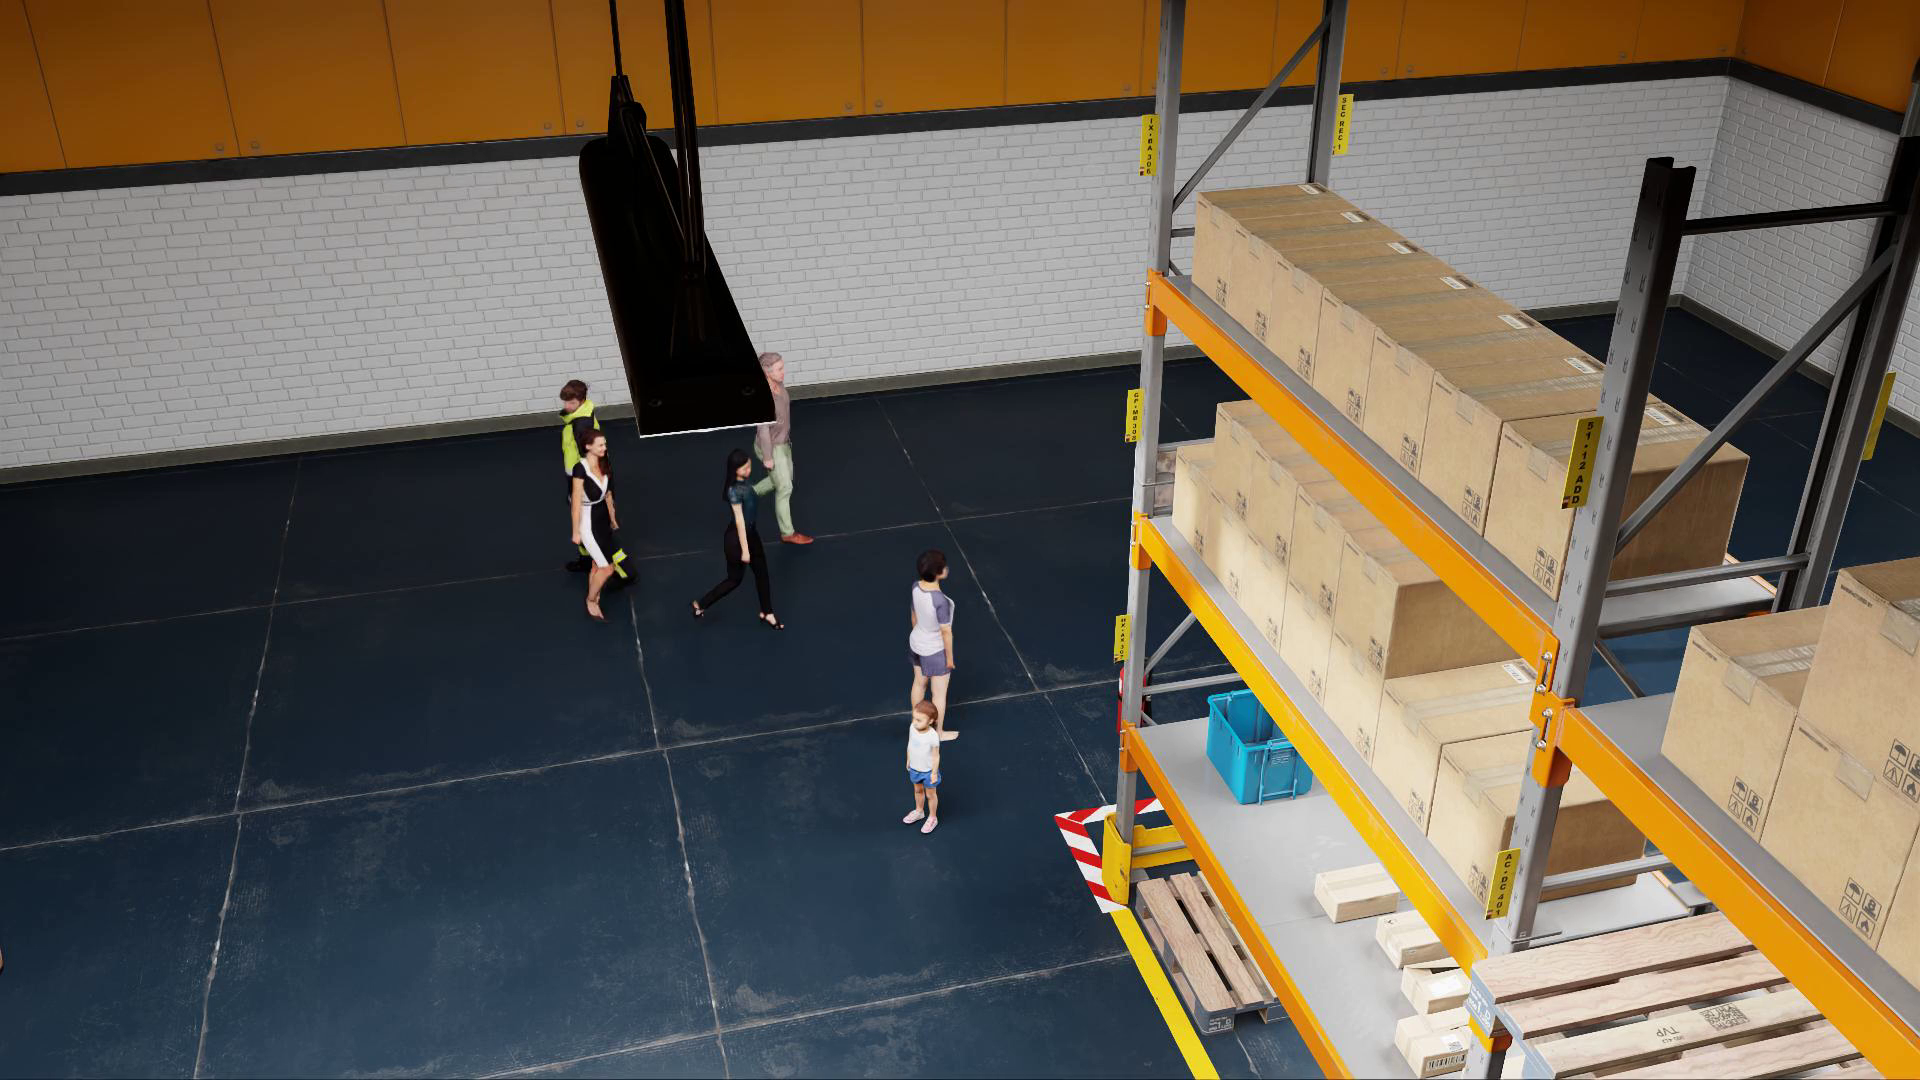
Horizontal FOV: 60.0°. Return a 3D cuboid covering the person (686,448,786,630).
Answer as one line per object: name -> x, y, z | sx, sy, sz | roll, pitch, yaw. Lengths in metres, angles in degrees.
person -> -1.865, 0.041, 13.567 | 0.843, 1.700, 1.040 | -1, 29, -2

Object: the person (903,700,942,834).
person -> -0.245, 1.549, 11.514 | 0.470, 1.019, 0.547 | 23, 36, 35

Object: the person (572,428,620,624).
person -> -3.102, -0.103, 13.742 | 0.776, 1.785, 0.699 | 11, 30, 19

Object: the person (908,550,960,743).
person -> -0.212, 0.772, 12.368 | 0.701, 1.565, 0.587 | -21, 35, -34

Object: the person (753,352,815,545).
person -> -1.759, -0.832, 15.007 | 0.977, 1.854, 1.057 | 3, 29, 6

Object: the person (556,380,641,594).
person -> -3.124, -0.462, 14.222 | 0.938, 1.956, 0.852 | -1, 29, -2
